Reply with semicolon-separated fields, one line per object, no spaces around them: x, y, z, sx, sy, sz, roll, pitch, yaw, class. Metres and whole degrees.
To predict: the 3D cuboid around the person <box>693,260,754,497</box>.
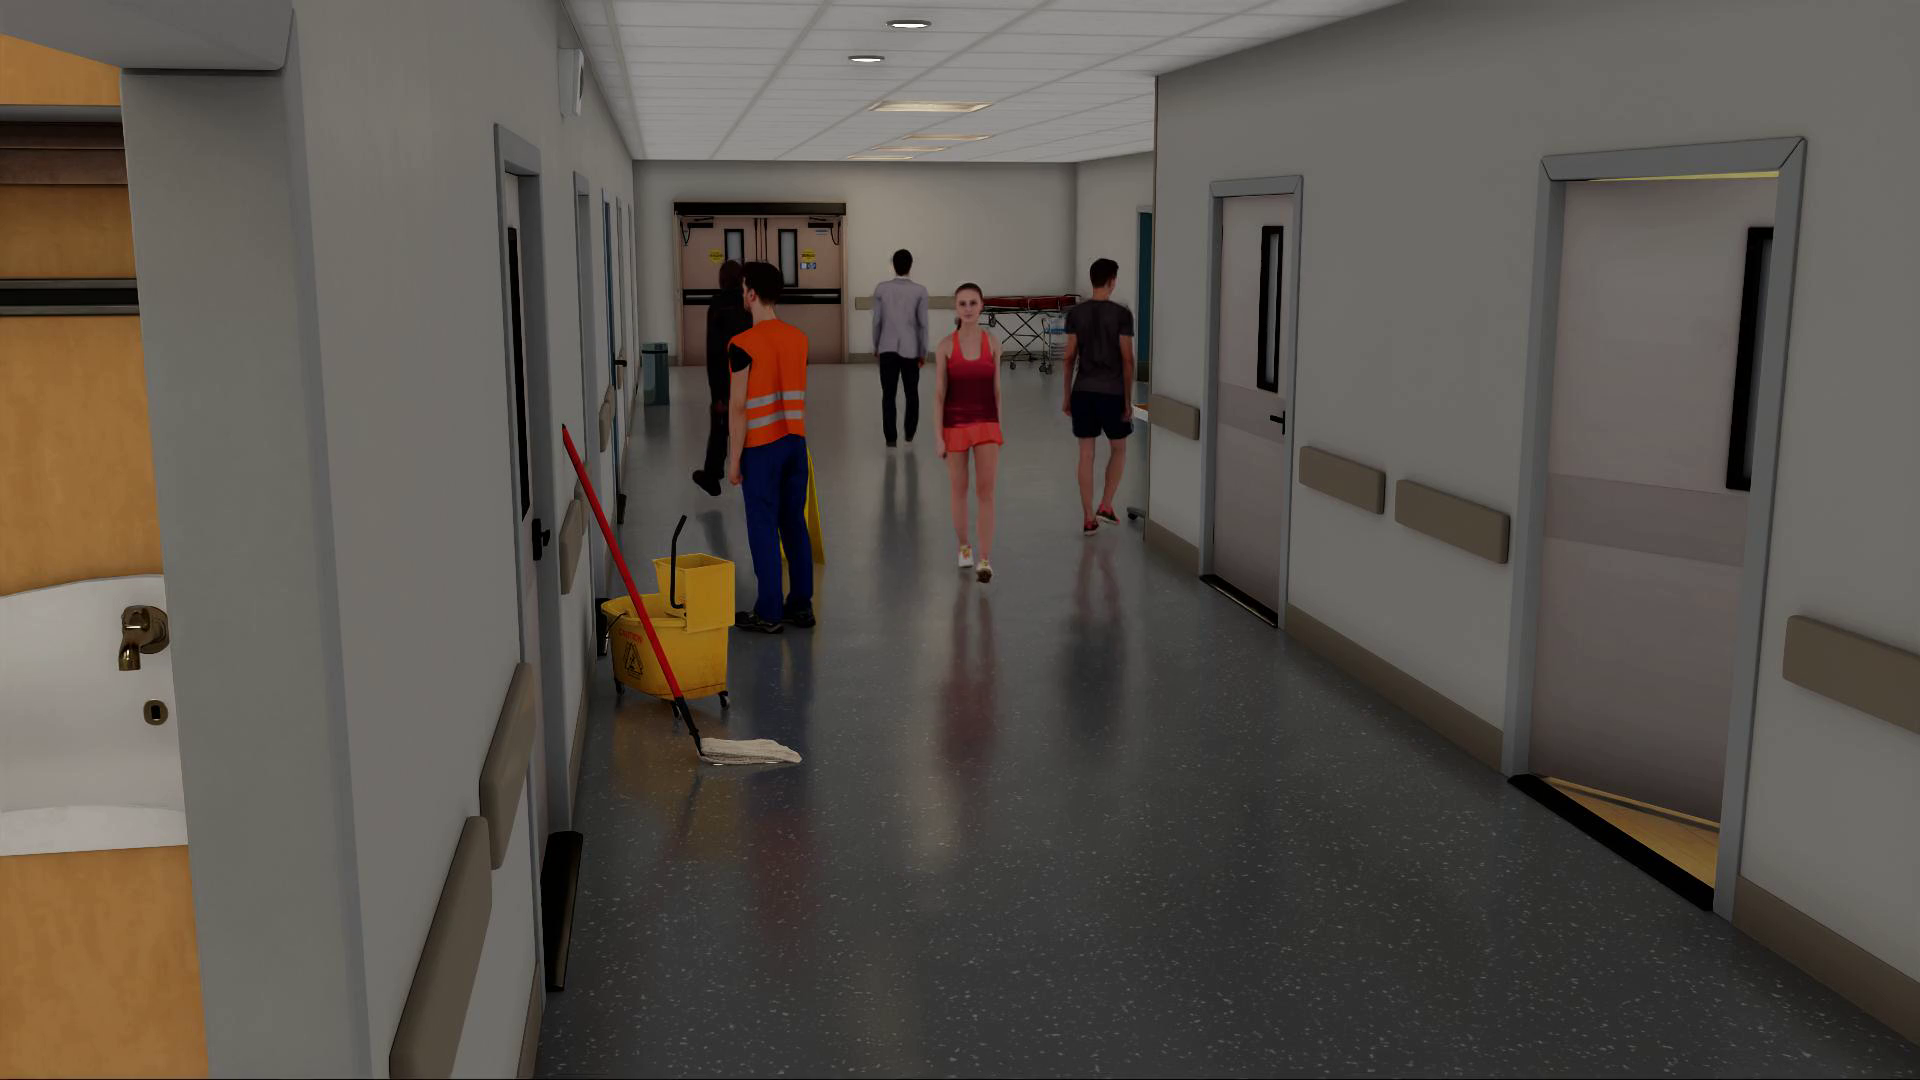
-1.539;-1.096;12.062;1.013;1.786;1.313;-6;12;-30;person

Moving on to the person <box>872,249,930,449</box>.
-0.566;-1.704;15.222;0.831;1.803;1.258;0;11;0;person

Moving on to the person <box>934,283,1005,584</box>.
0.058;-0.620;9.779;0.646;1.702;1.153;-1;11;-4;person

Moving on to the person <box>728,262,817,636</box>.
-0.950;-0.470;8.490;0.832;1.887;0.788;9;14;40;person

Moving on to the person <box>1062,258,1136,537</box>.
0.897;-0.930;11.050;0.794;1.838;0.820;3;11;18;person
